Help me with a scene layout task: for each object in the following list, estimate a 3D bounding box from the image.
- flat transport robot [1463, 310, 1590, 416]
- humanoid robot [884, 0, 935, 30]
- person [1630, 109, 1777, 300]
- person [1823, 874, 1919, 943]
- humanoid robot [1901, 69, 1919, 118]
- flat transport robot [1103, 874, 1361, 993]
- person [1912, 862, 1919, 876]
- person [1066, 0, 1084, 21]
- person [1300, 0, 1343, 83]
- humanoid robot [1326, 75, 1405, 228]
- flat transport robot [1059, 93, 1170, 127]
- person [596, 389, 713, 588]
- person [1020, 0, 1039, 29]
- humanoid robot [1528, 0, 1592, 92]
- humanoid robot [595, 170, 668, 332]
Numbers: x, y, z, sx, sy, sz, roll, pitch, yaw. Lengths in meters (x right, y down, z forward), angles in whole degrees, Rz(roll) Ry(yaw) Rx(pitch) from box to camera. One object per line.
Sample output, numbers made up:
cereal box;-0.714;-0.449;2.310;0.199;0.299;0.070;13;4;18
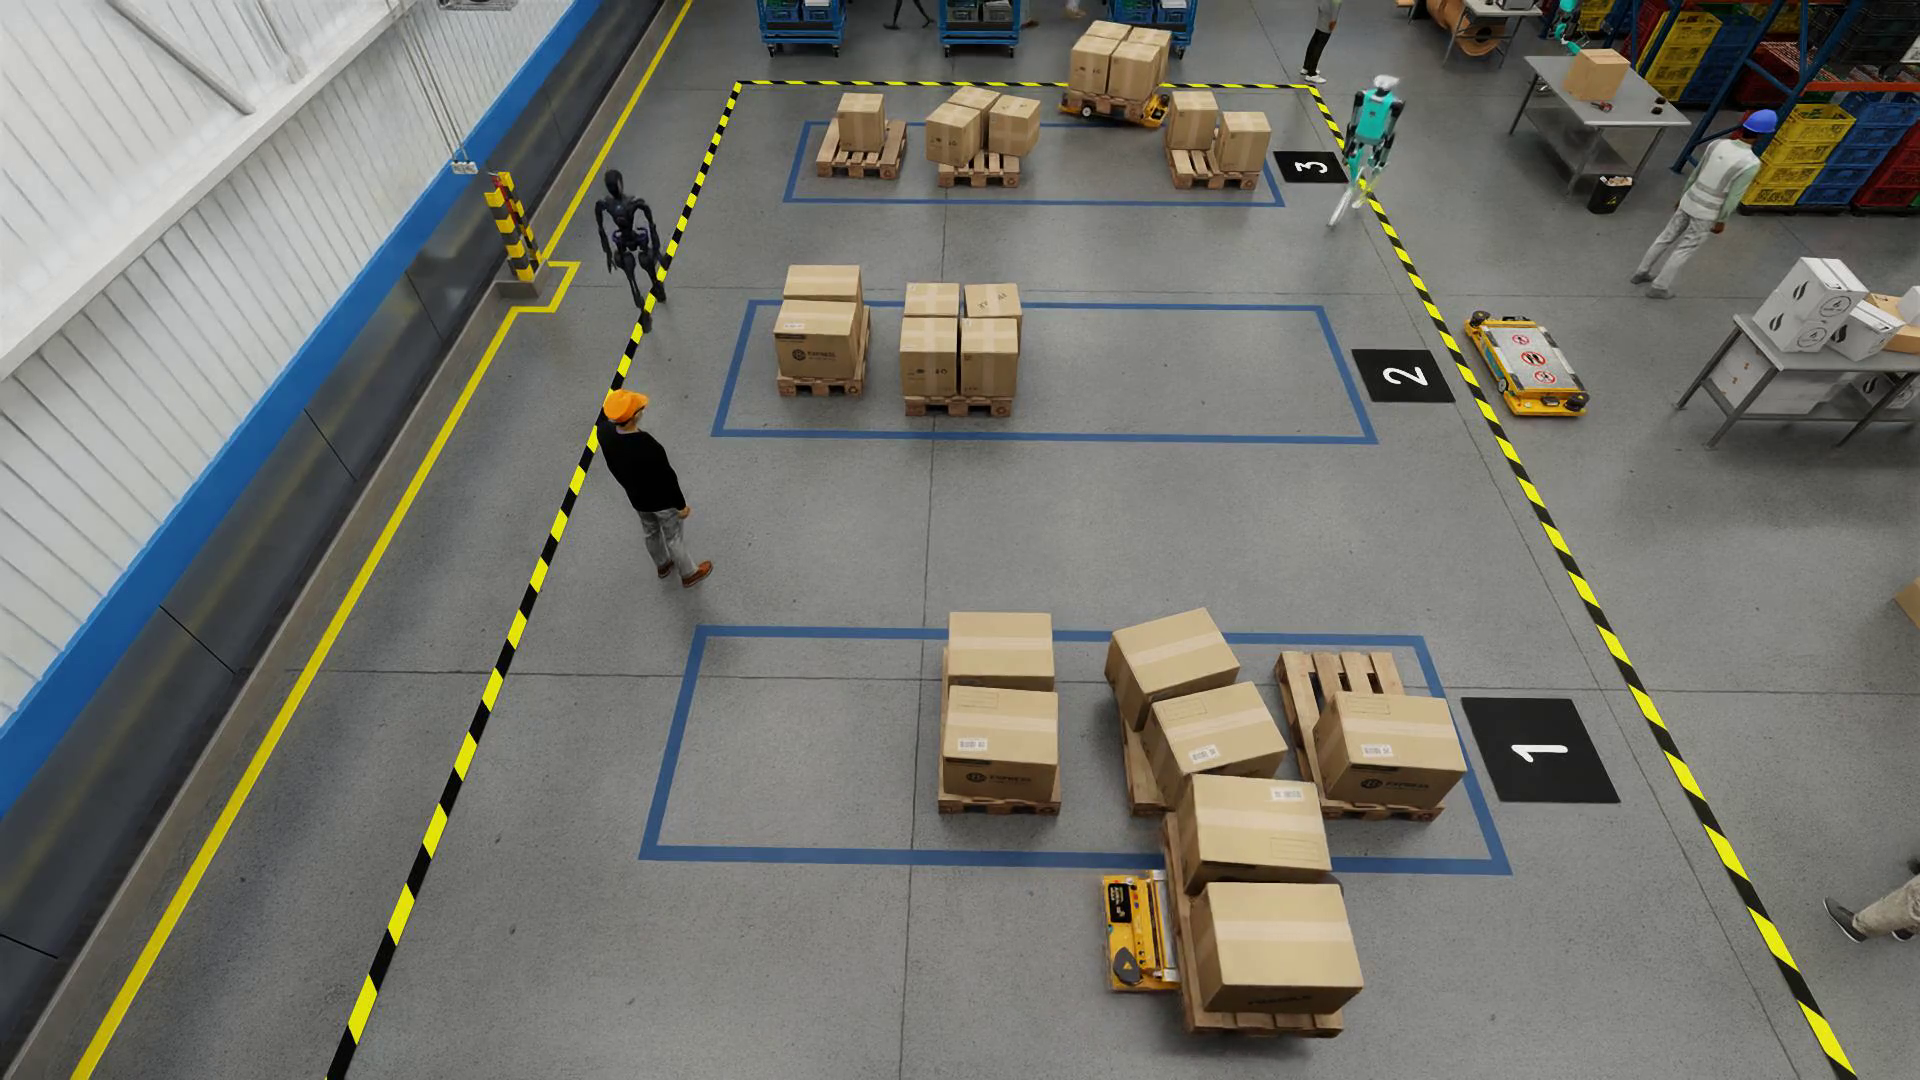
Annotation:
flat transport robot;5.573;-1.757;9.054;0.659;0.231;1.431;1;49;1
humanoid robot;-0.821;-8.838;14.295;0.824;1.625;0.608;1;49;1
person;7.611;-3.408;9.382;0.415;1.941;0.610;-6;49;-5
person;5.590;1.807;4.976;0.564;1.769;0.395;1;49;0
humanoid robot;13.187;-6.431;12.128;0.569;1.774;0.837;12;50;10
flat transport robot;1.610;2.337;5.492;1.431;0.197;0.652;1;49;1
person;6.280;1.591;5.123;0.598;1.827;0.404;-6;49;-5
person;1.839;-9.239;14.500;0.440;1.821;0.645;-17;51;-14
person;5.264;-7.494;12.973;0.385;1.850;0.598;2;49;1
humanoid robot;4.688;-4.456;10.453;0.540;1.752;1.047;33;57;25
flat transport robot;2.168;-6.116;12.809;1.431;0.197;0.652;17;51;14
person;-2.261;-0.354;6.771;0.590;1.883;0.366;22;53;18
person;0.816;-8.919;14.181;0.898;1.888;0.716;-10;50;-8
humanoid robot;8.468;-7.063;12.585;0.735;1.680;0.533;1;49;1
humanoid robot;-3.262;-2.930;9.146;0.590;1.632;0.600;-8;50;-6
